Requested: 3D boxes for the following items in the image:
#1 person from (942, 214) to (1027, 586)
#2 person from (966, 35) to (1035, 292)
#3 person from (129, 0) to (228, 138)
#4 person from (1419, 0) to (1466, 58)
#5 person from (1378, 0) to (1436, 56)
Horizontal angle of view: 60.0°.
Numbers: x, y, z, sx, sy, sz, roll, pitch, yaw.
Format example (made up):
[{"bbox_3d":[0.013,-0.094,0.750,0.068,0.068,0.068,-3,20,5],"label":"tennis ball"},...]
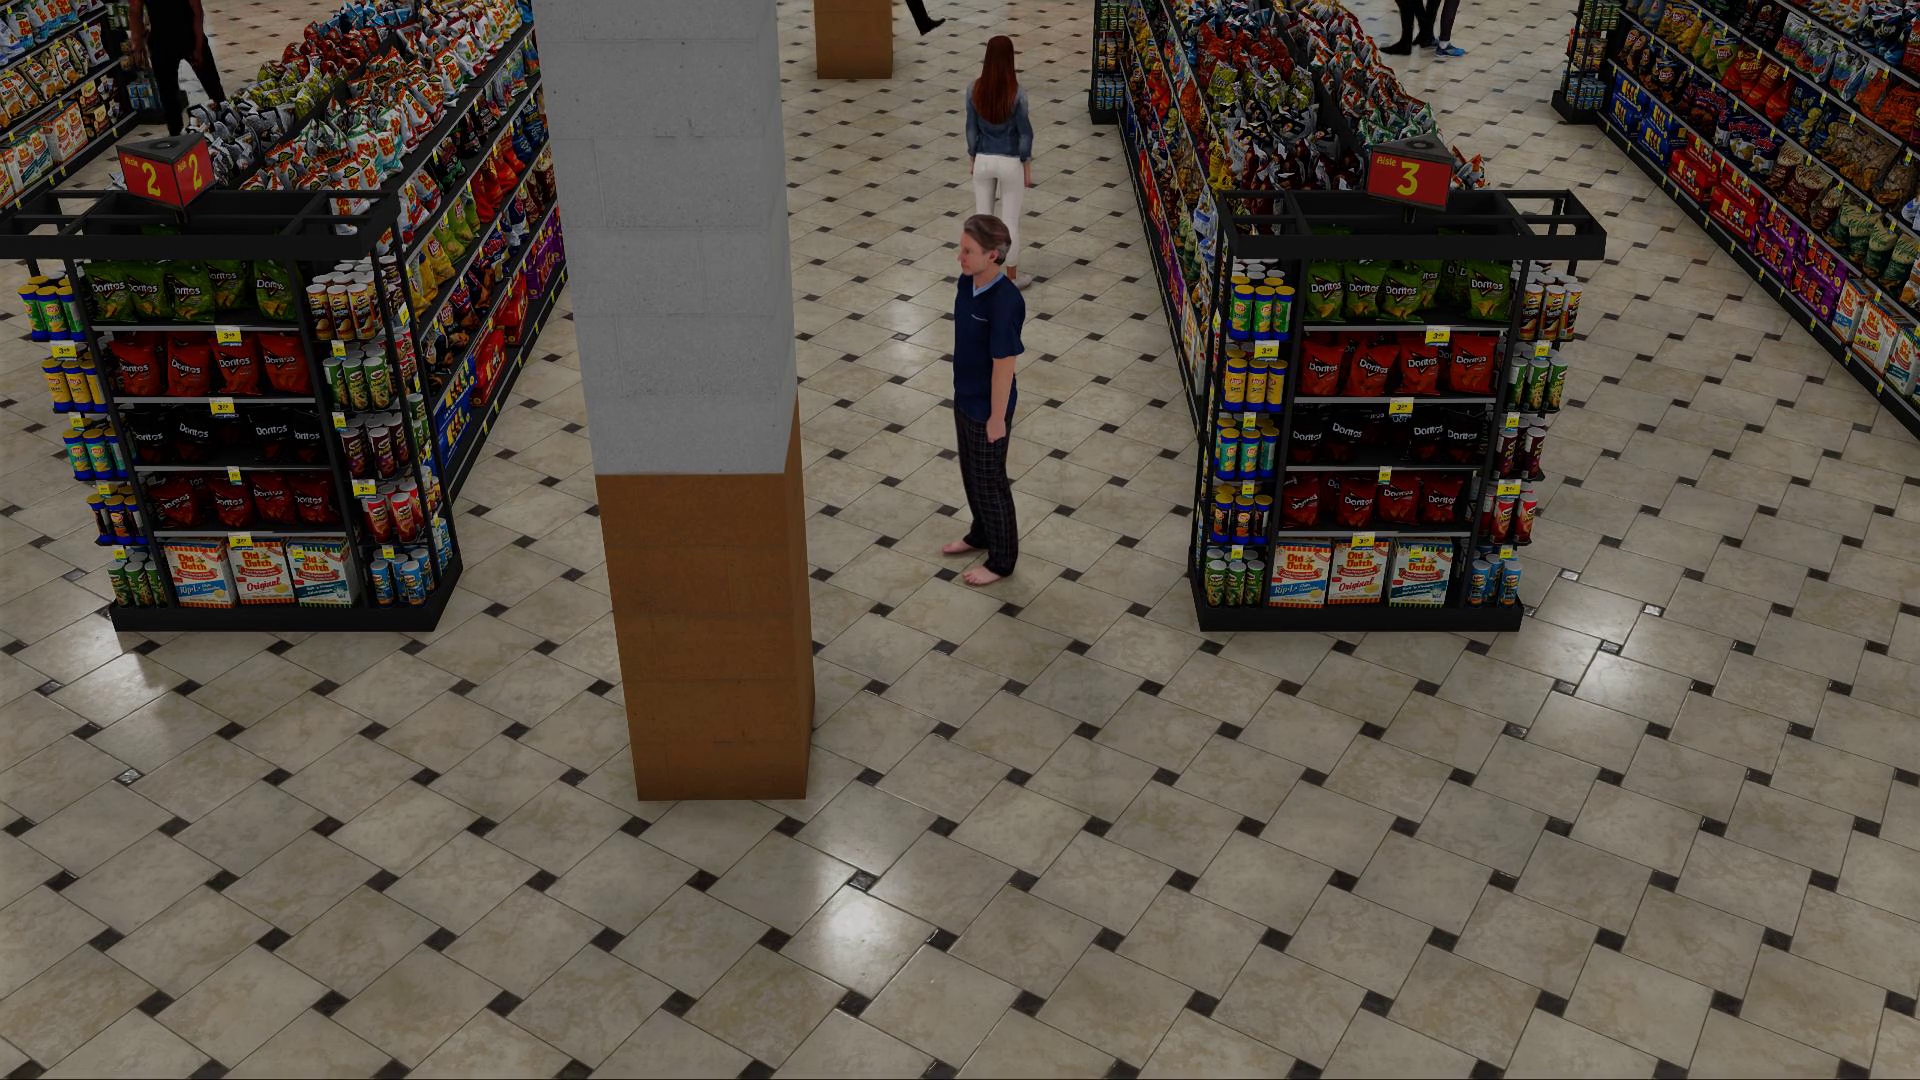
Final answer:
[{"bbox_3d":[0.125,-0.671,7.933,0.787,1.869,0.620,-11,34,-18],"label":"person"},{"bbox_3d":[0.251,-2.459,10.964,0.681,1.703,0.648,12,34,19],"label":"person"},{"bbox_3d":[-6.256,-3.907,13.200,0.996,1.799,0.727,0,32,-1],"label":"person"},{"bbox_3d":[4.697,-5.575,15.854,0.816,1.827,0.621,-10,33,-16],"label":"person"},{"bbox_3d":[4.322,-5.545,15.775,0.951,1.861,0.858,18,36,27],"label":"person"}]
